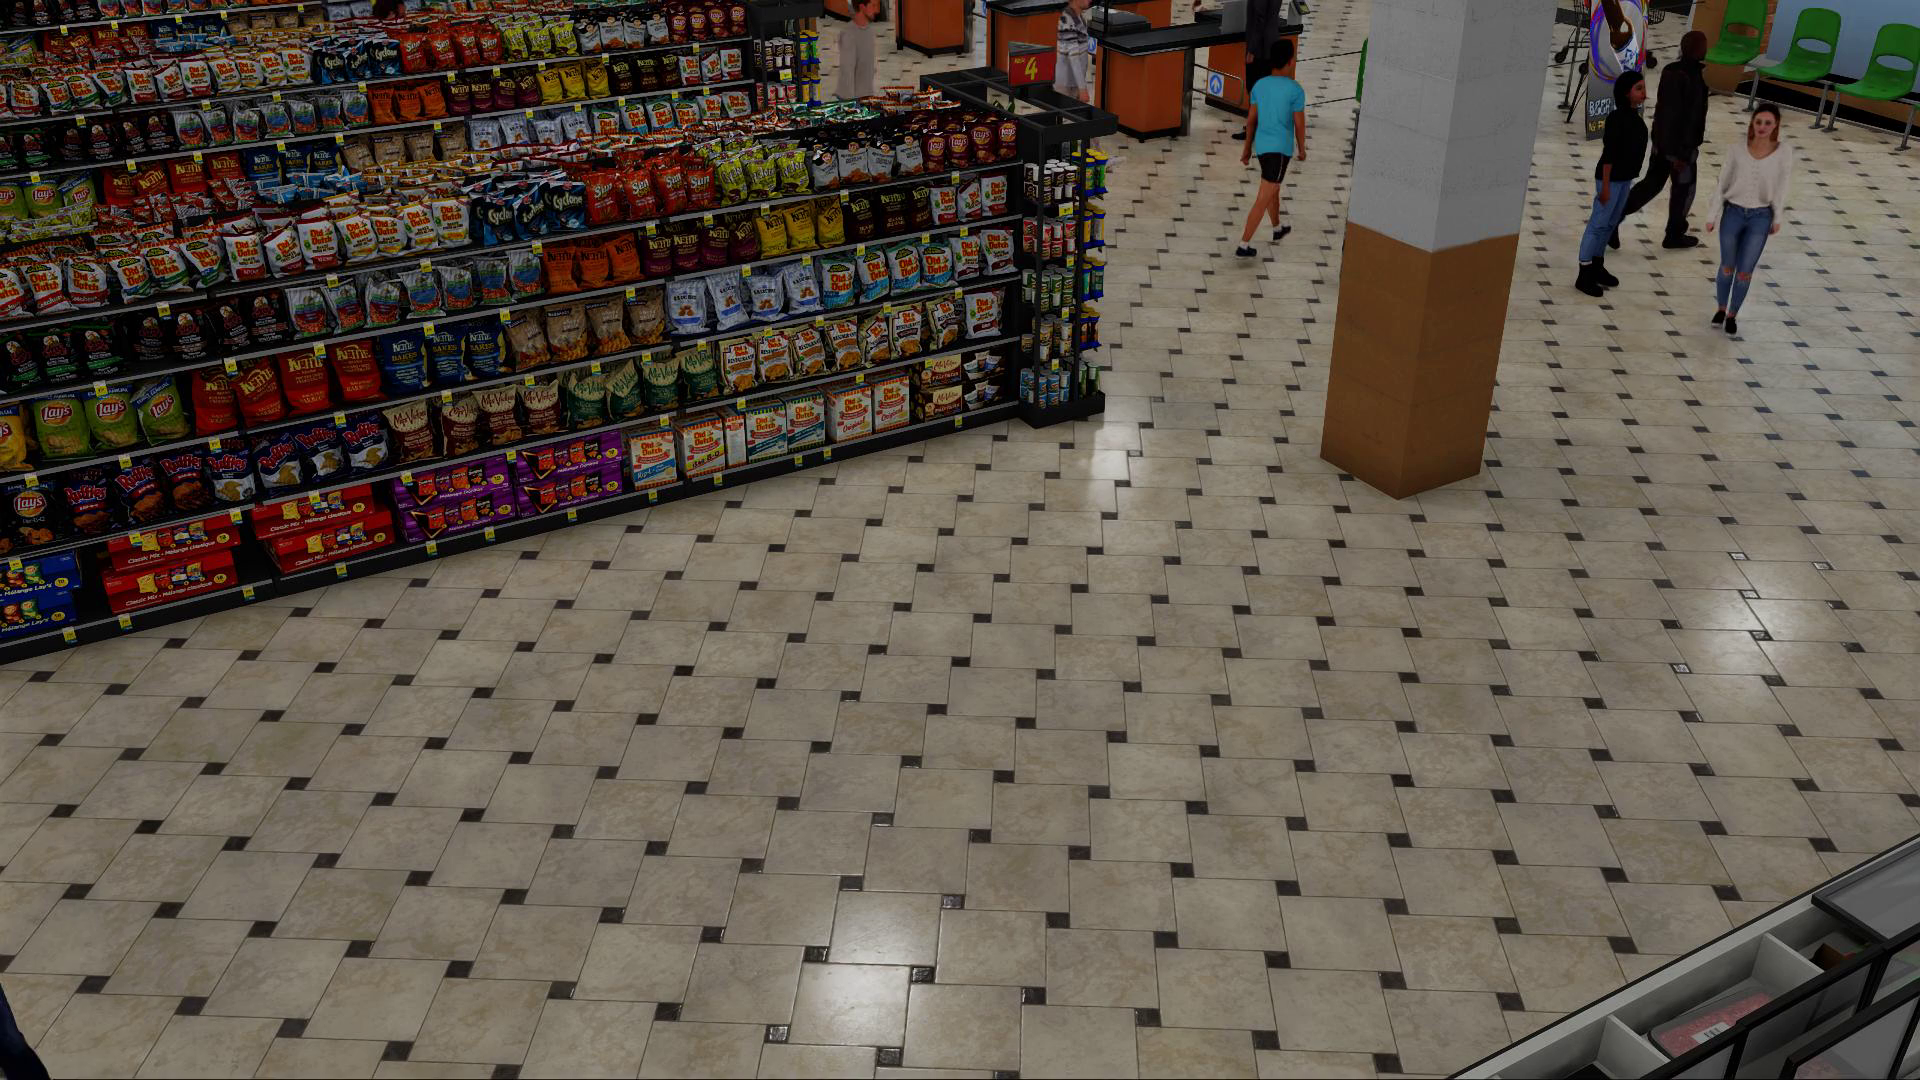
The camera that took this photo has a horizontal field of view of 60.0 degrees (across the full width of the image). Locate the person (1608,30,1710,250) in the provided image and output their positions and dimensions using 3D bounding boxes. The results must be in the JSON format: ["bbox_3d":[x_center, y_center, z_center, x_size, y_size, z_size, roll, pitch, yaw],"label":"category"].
[{"bbox_3d":[5.786,-3.260,13.685,1.227,1.810,0.921,-6,29,-11],"label":"person"}]

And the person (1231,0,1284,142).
[{"bbox_3d":[3.046,-4.996,16.837,0.872,1.836,0.740,16,32,27],"label":"person"}]

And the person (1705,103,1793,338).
[{"bbox_3d":[5.757,-2.363,12.181,0.820,1.677,0.867,15,32,25],"label":"person"}]

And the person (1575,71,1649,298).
[{"bbox_3d":[5.070,-2.778,12.916,0.686,1.701,0.559,25,37,38],"label":"person"}]

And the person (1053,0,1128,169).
[{"bbox_3d":[0.933,-4.270,15.523,1.228,1.821,1.112,3,29,6],"label":"person"}]

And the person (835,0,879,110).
[{"bbox_3d":[-0.934,-4.007,14.985,1.065,1.875,1.014,11,31,20],"label":"person"}]

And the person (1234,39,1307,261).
[{"bbox_3d":[2.493,-3.097,13.477,0.803,1.723,1.194,25,37,38],"label":"person"}]

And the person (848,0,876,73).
[{"bbox_3d":[-1.180,-6.278,19.377,0.697,1.653,0.633,8,30,14],"label":"person"}]
